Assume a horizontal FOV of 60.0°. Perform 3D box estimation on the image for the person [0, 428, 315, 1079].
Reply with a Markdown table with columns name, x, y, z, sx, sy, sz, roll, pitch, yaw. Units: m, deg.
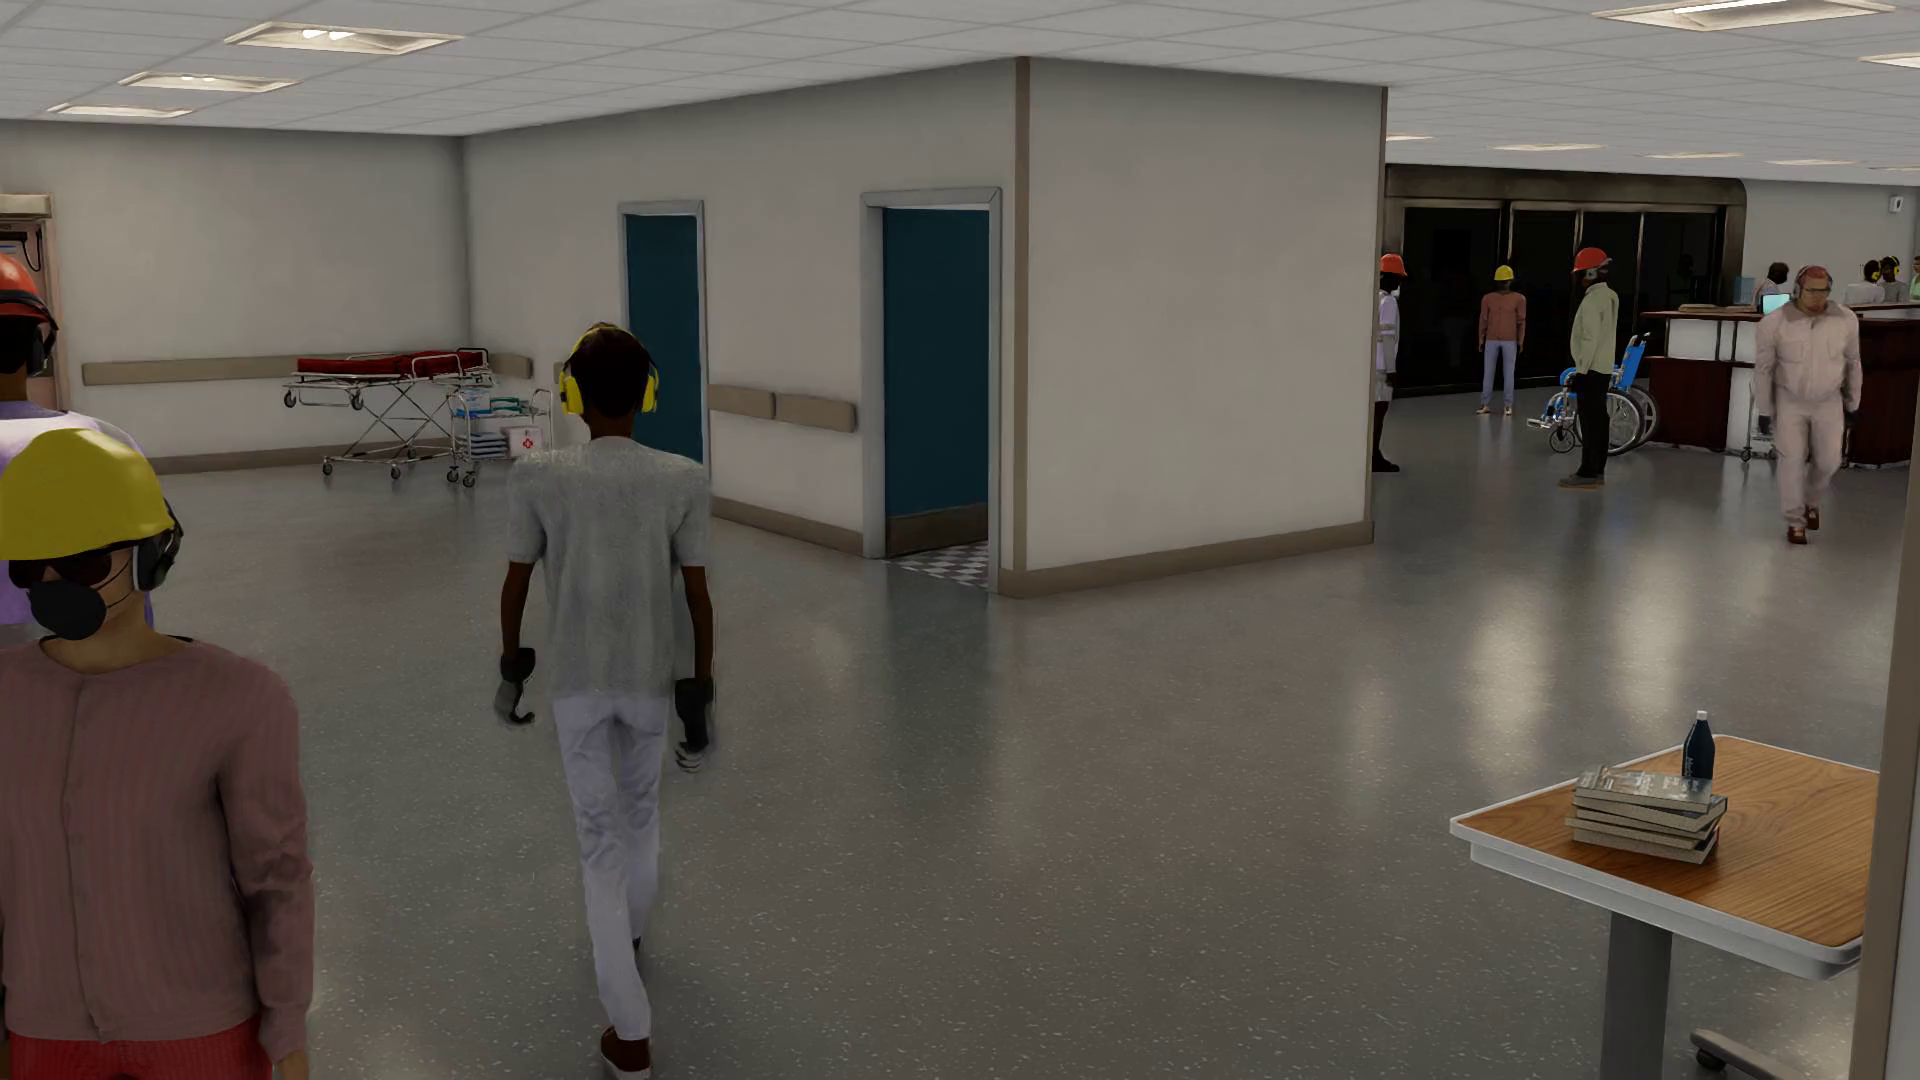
| name | x | y | z | sx | sy | sz | roll | pitch | yaw |
| --- | --- | --- | --- | --- | --- | --- | --- | --- | --- |
| person | -1.219 | 0.714 | 2.454 | 0.523 | 1.769 | 0.323 | 0 | 10 | -2 |

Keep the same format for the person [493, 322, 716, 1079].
| name | x | y | z | sx | sy | sz | roll | pitch | yaw |
| --- | --- | --- | --- | --- | --- | --- | --- | --- | --- |
| person | -0.914 | 0.362 | 4.270 | 0.529 | 1.821 | 0.979 | -4 | 11 | -21 |

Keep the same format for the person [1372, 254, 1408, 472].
| name | x | y | z | sx | sy | sz | roll | pitch | yaw |
| --- | --- | --- | --- | --- | --- | --- | --- | --- | --- |
| person | 3.757 | -1.565 | 14.771 | 0.390 | 1.929 | 0.545 | -1 | 10 | -6 |

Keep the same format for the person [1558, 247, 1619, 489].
| name | x | y | z | sx | sy | sz | roll | pitch | yaw |
| --- | --- | --- | --- | --- | --- | --- | --- | --- | --- |
| person | 5.211 | -1.415 | 13.764 | 0.393 | 1.986 | 0.610 | 8 | 13 | 36 |

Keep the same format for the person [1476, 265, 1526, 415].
| name | x | y | z | sx | sy | sz | roll | pitch | yaw |
| --- | --- | --- | --- | --- | --- | --- | --- | --- | --- |
| person | 6.386 | -2.351 | 19.632 | 0.531 | 1.765 | 0.327 | 5 | 11 | 27 |

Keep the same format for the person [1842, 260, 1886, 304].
| name | x | y | z | sx | sy | sz | roll | pitch | yaw |
| --- | --- | --- | --- | --- | --- | --- | --- | --- | --- |
| person | 11.057 | -2.521 | 20.450 | 0.960 | 1.813 | 0.542 | -5 | 11 | -28 |

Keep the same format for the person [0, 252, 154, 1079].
| name | x | y | z | sx | sy | sz | roll | pitch | yaw |
| --- | --- | --- | --- | --- | --- | --- | --- | --- | --- |
| person | -1.959 | 0.409 | 3.450 | 0.407 | 2.029 | 0.608 | 4 | 11 | 23 |

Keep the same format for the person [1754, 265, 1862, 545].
| name | x | y | z | sx | sy | sz | roll | pitch | yaw |
| --- | --- | --- | --- | --- | --- | --- | --- | --- | --- |
| person | 5.711 | -0.911 | 11.250 | 0.690 | 1.875 | 0.534 | 2 | 10 | 12 |
